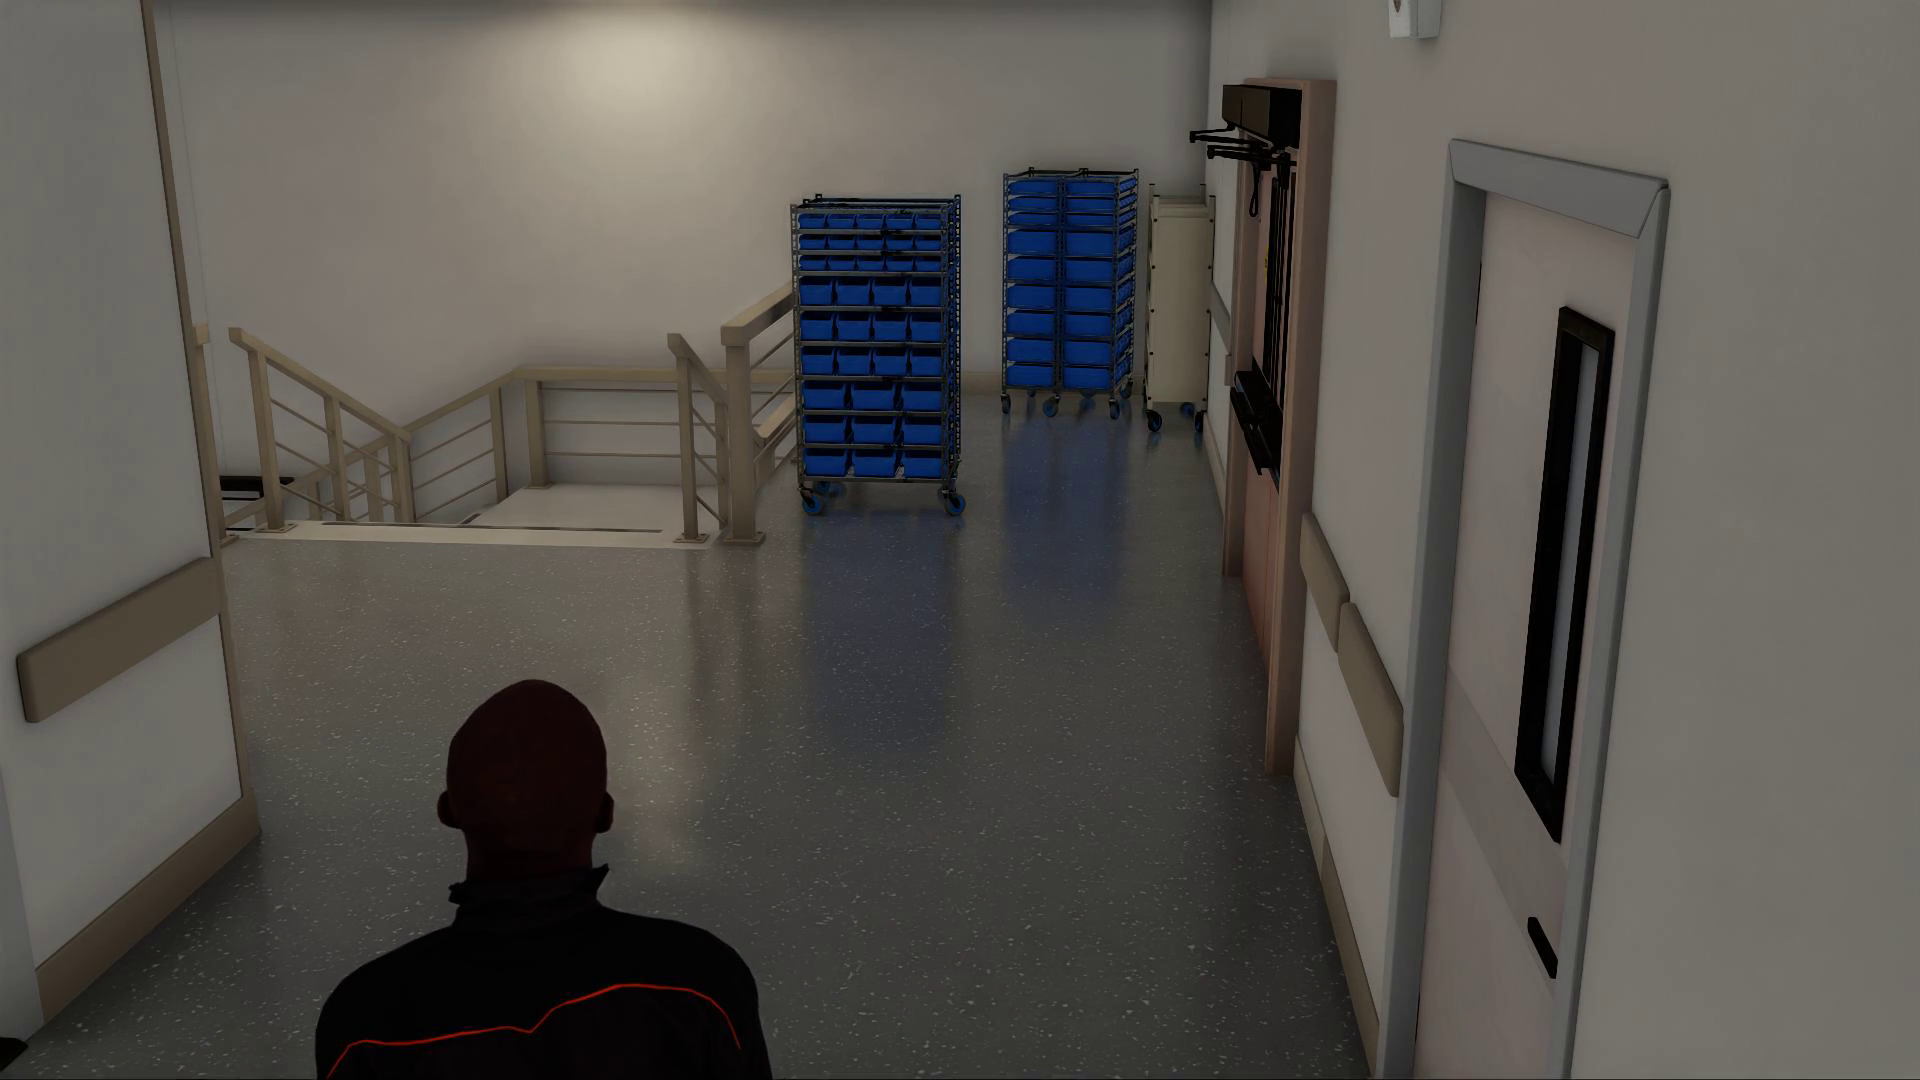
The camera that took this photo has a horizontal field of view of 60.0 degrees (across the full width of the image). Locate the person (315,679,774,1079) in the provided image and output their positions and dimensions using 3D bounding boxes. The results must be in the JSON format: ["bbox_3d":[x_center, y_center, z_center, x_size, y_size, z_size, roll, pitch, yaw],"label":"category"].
[{"bbox_3d":[-0.457,1.028,1.979,0.765,1.825,0.705,-4,16,-13],"label":"person"}]
